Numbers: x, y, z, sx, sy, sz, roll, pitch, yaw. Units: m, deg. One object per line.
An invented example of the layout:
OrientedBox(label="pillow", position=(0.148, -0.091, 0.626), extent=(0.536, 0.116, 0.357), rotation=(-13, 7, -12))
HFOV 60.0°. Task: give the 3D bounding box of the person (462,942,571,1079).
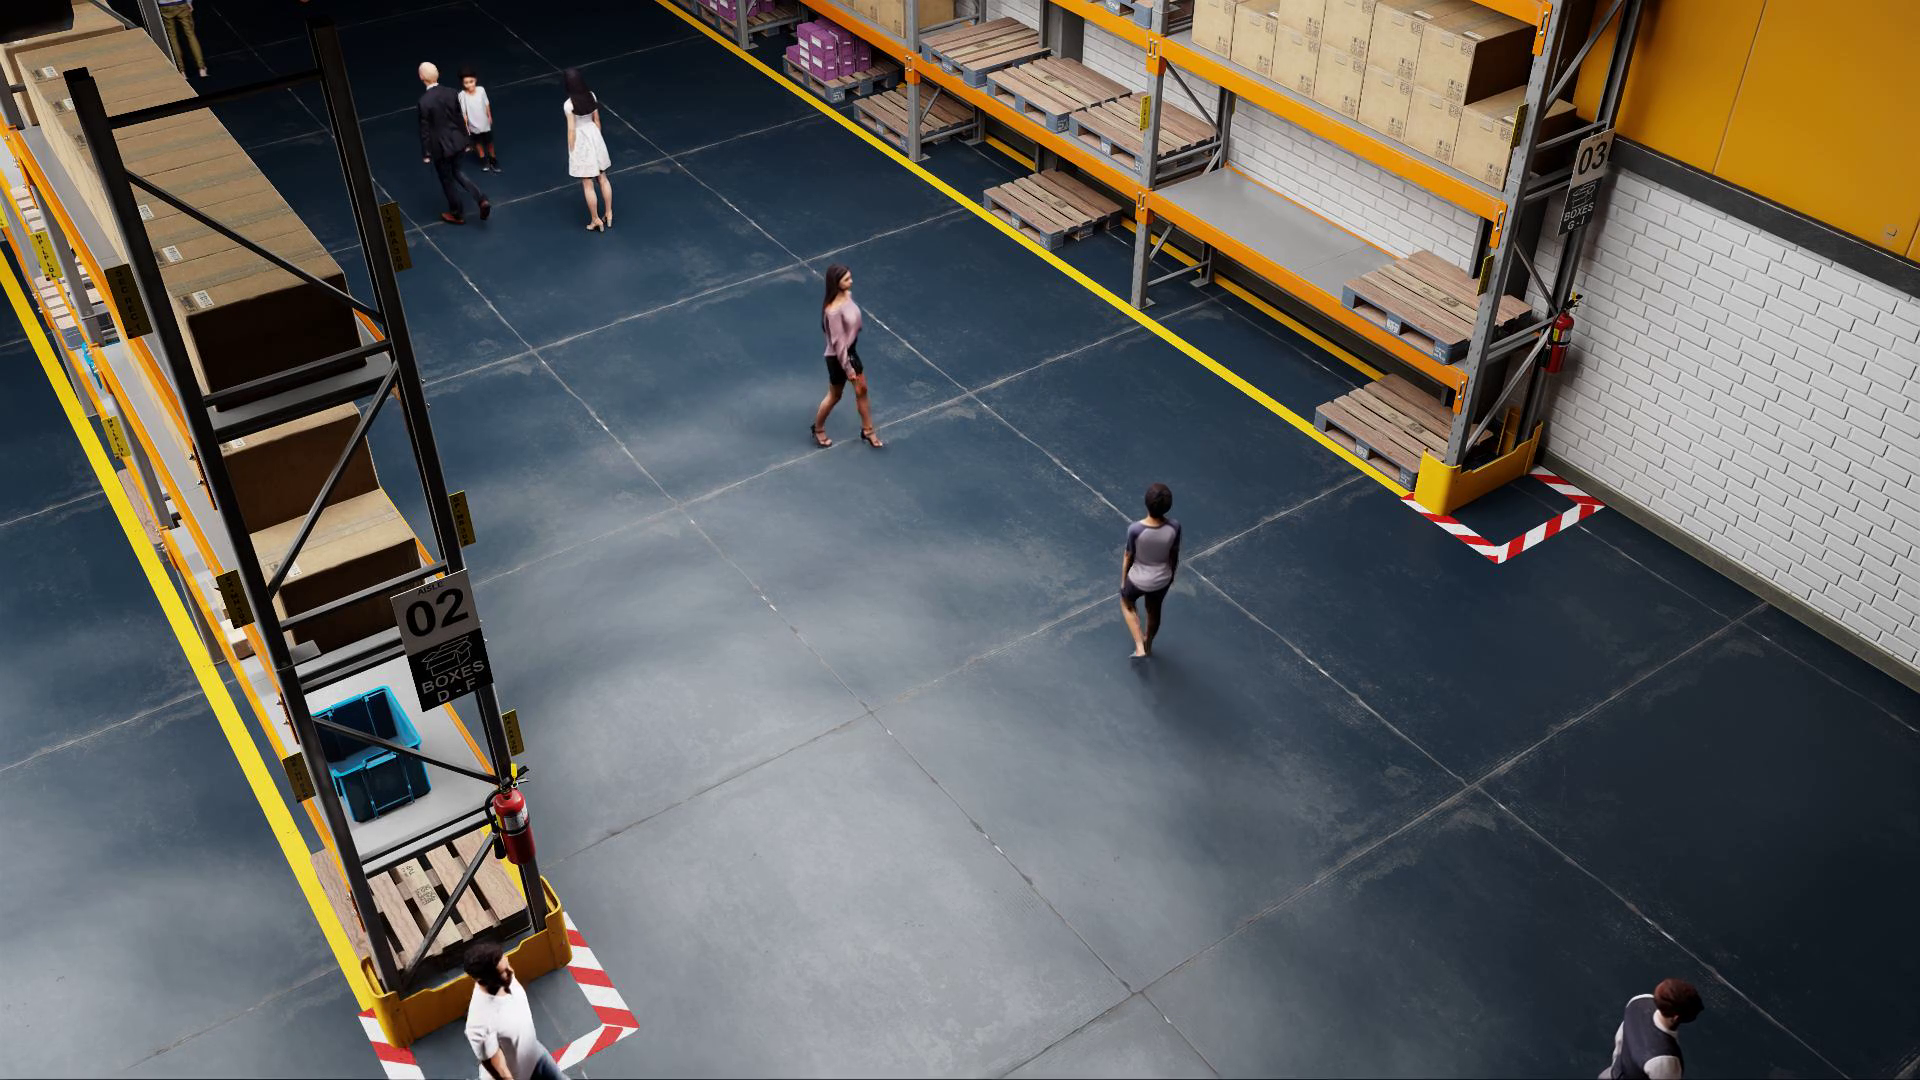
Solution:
OrientedBox(label="person", position=(-2.449, 2.759, 8.748), extent=(1.219, 1.808, 1.201), rotation=(4, 39, 5))

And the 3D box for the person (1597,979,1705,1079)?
OrientedBox(label="person", position=(3.421, 2.867, 8.509), extent=(0.804, 1.938, 0.712), rotation=(1, 39, 1))

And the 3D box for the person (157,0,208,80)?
OrientedBox(label="person", position=(-9.699, -6.575, 20.443), extent=(0.678, 1.800, 0.561), rotation=(-21, 43, -24))

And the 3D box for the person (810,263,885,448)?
OrientedBox(label="person", position=(-1.071, -1.521, 14.121), extent=(0.994, 1.791, 0.898), rotation=(11, 40, 14))

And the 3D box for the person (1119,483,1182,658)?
OrientedBox(label="person", position=(1.378, 0.286, 12.052), extent=(0.708, 1.549, 0.770), rotation=(-5, 39, -6))

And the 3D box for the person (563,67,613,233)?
OrientedBox(label="person", position=(-3.887, -4.064, 17.321), extent=(0.715, 1.773, 0.713), rotation=(28, 47, 31))

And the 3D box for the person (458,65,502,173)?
OrientedBox(label="person", position=(-5.402, -4.727, 18.576), extent=(0.550, 1.242, 0.610), rotation=(-14, 41, -17))

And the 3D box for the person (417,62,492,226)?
OrientedBox(label="person", position=(-5.299, -4.076, 17.325), extent=(1.000, 1.785, 0.861), rotation=(24, 44, 27))
